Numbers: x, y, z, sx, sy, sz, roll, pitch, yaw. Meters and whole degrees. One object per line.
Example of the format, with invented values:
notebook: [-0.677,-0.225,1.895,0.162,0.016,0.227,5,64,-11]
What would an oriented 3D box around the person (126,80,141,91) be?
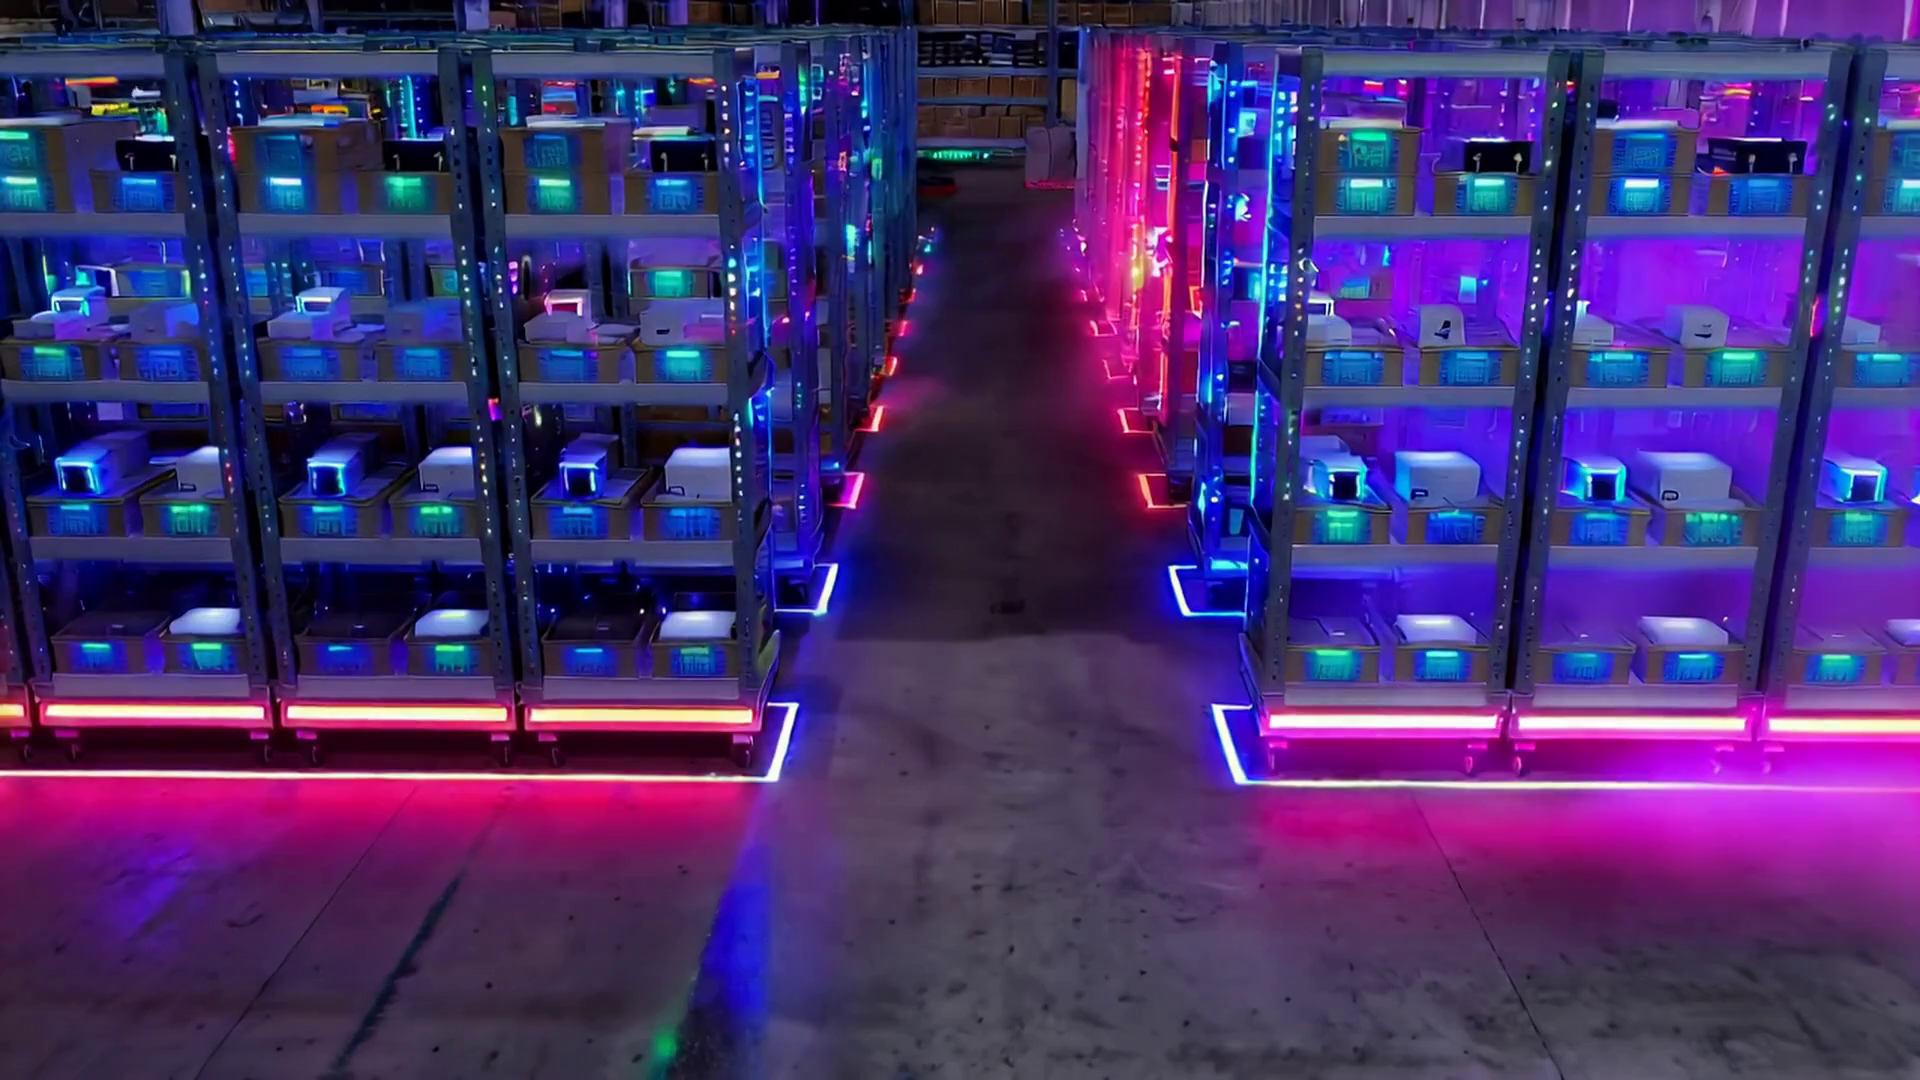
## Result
person: [-26.991,-14.157,54.532,1.140,1.818,0.661,13,22,36]

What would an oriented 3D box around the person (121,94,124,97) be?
person: [-24.960,-12.887,50.370,0.648,1.878,0.846,10,20,30]
